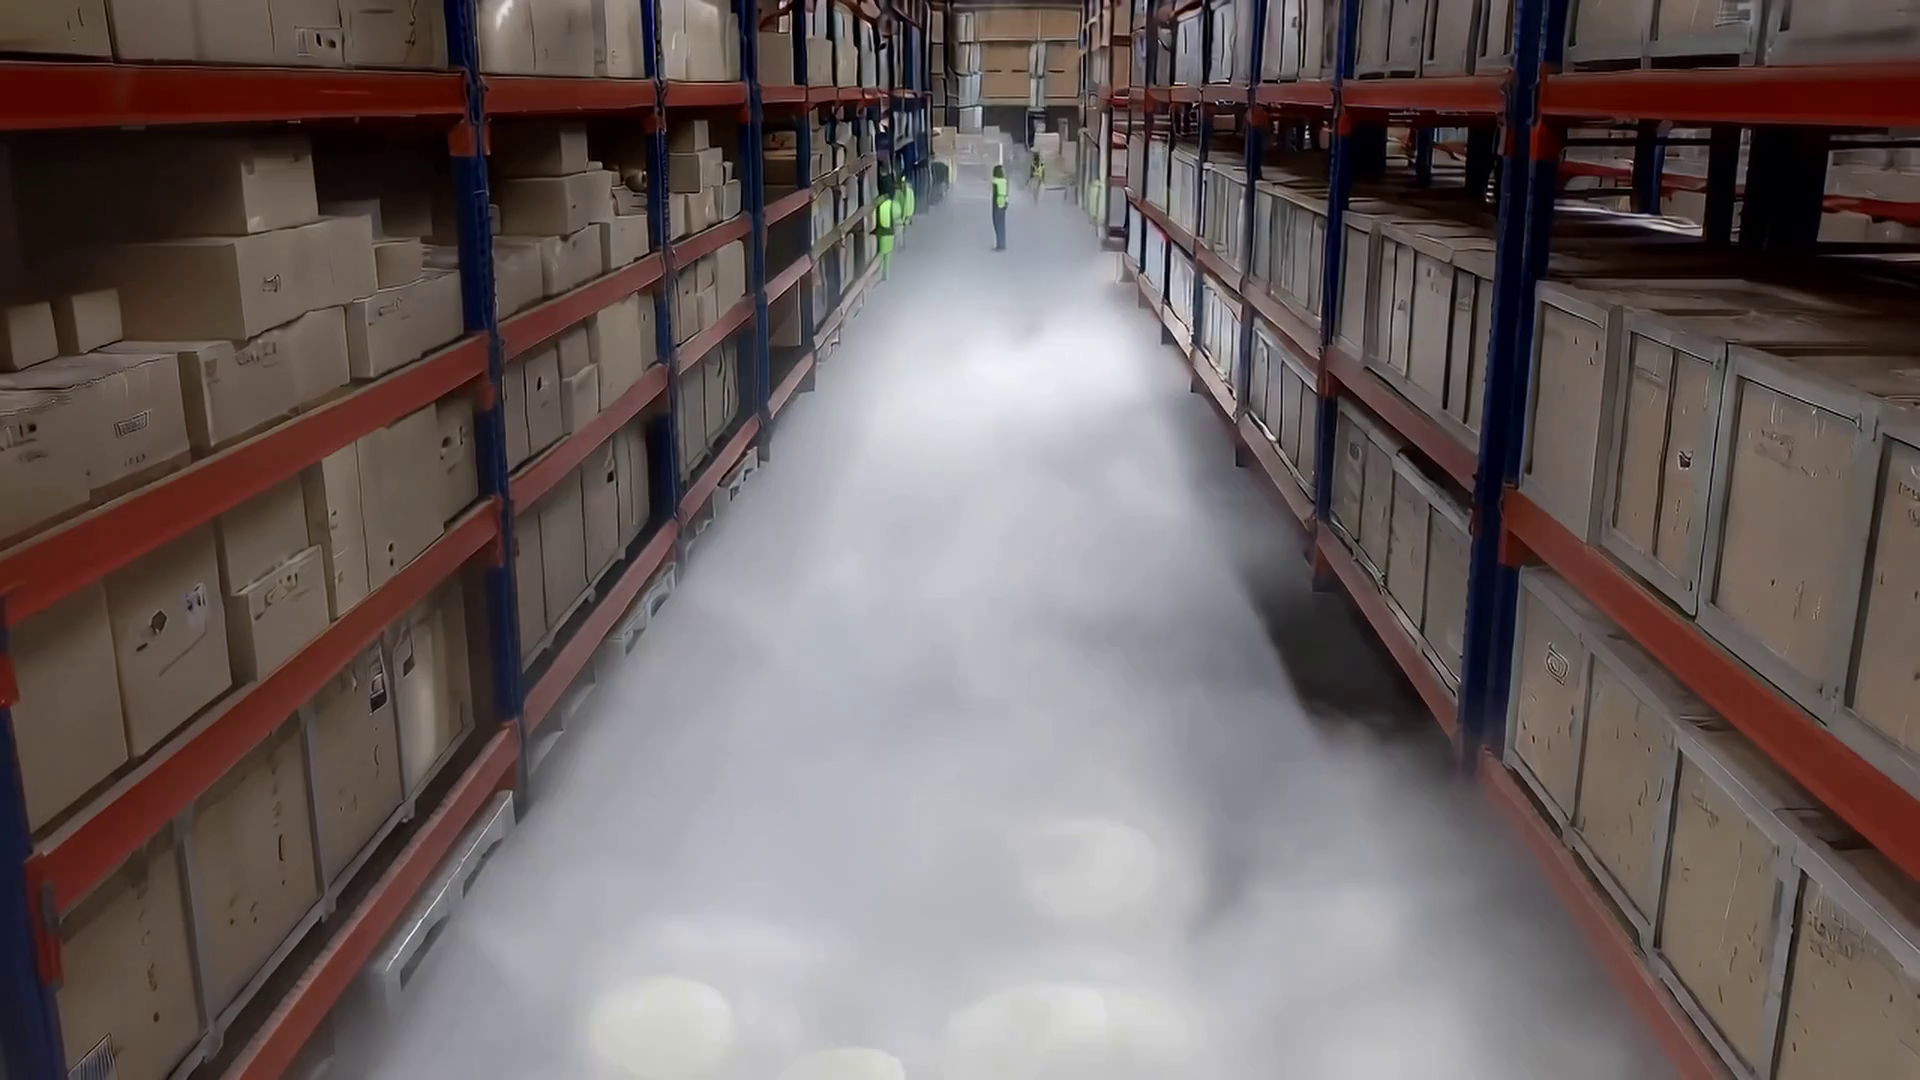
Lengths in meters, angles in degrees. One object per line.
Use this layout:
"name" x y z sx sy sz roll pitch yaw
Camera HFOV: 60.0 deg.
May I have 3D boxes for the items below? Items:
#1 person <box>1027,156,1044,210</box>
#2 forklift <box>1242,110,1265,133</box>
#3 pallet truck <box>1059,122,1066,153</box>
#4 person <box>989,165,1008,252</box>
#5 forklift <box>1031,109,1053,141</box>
"person" 2.329 -10.962 51.000 0.515 1.607 0.794 3 15 10
"forklift" 11.320 -15.284 64.657 1.129 2.768 1.873 7 17 26
"pallet truck" 5.788 -21.111 88.014 1.885 1.965 0.823 5 16 18
"person" 0.871 -7.413 37.198 0.372 1.916 0.597 6 16 21
"forklift" 3.411 -16.597 69.542 1.129 2.768 1.873 0 15 2
